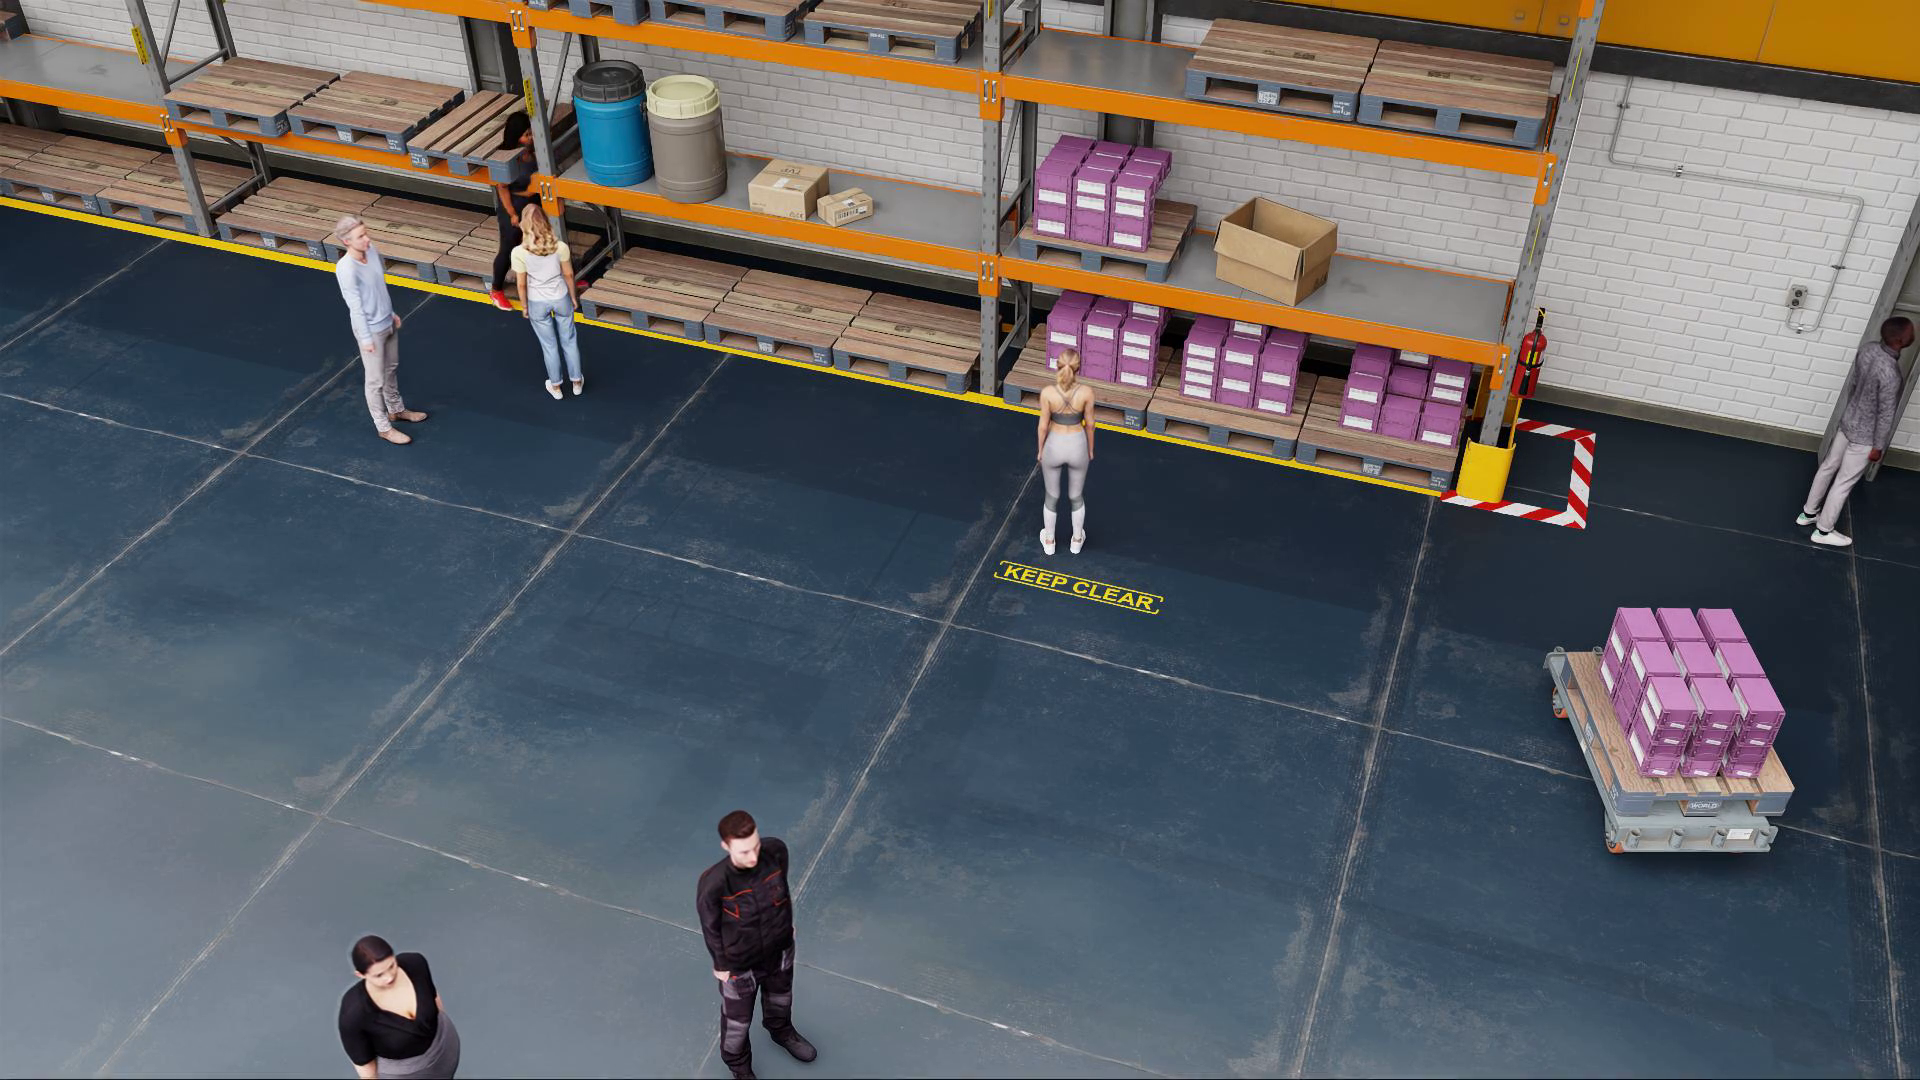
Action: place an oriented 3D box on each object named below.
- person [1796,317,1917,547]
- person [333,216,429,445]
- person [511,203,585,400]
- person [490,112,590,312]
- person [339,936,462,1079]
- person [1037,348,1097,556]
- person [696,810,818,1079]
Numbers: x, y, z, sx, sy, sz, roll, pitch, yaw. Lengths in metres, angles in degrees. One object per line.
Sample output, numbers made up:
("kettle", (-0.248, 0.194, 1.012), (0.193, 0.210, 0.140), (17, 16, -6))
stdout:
("person", (6.433, -0.795, 11.906), (0.686, 1.838, 0.748), (0, 39, 0))
("person", (-4.560, -1.614, 12.972), (0.575, 1.786, 0.688), (6, 39, 8))
("person", (-3.303, -1.911, 13.394), (0.698, 1.723, 0.767), (-14, 41, -17))
("person", (-3.785, -2.923, 14.616), (0.948, 1.779, 1.049), (26, 45, 28))
("person", (-2.629, 2.455, 7.899), (0.696, 1.758, 0.729), (23, 44, 26))
("person", (0.749, -0.620, 11.793), (0.584, 1.703, 0.691), (0, 39, 0))
("person", (-1.029, 2.035, 8.299), (0.775, 1.915, 0.757), (-31, 48, -33))
